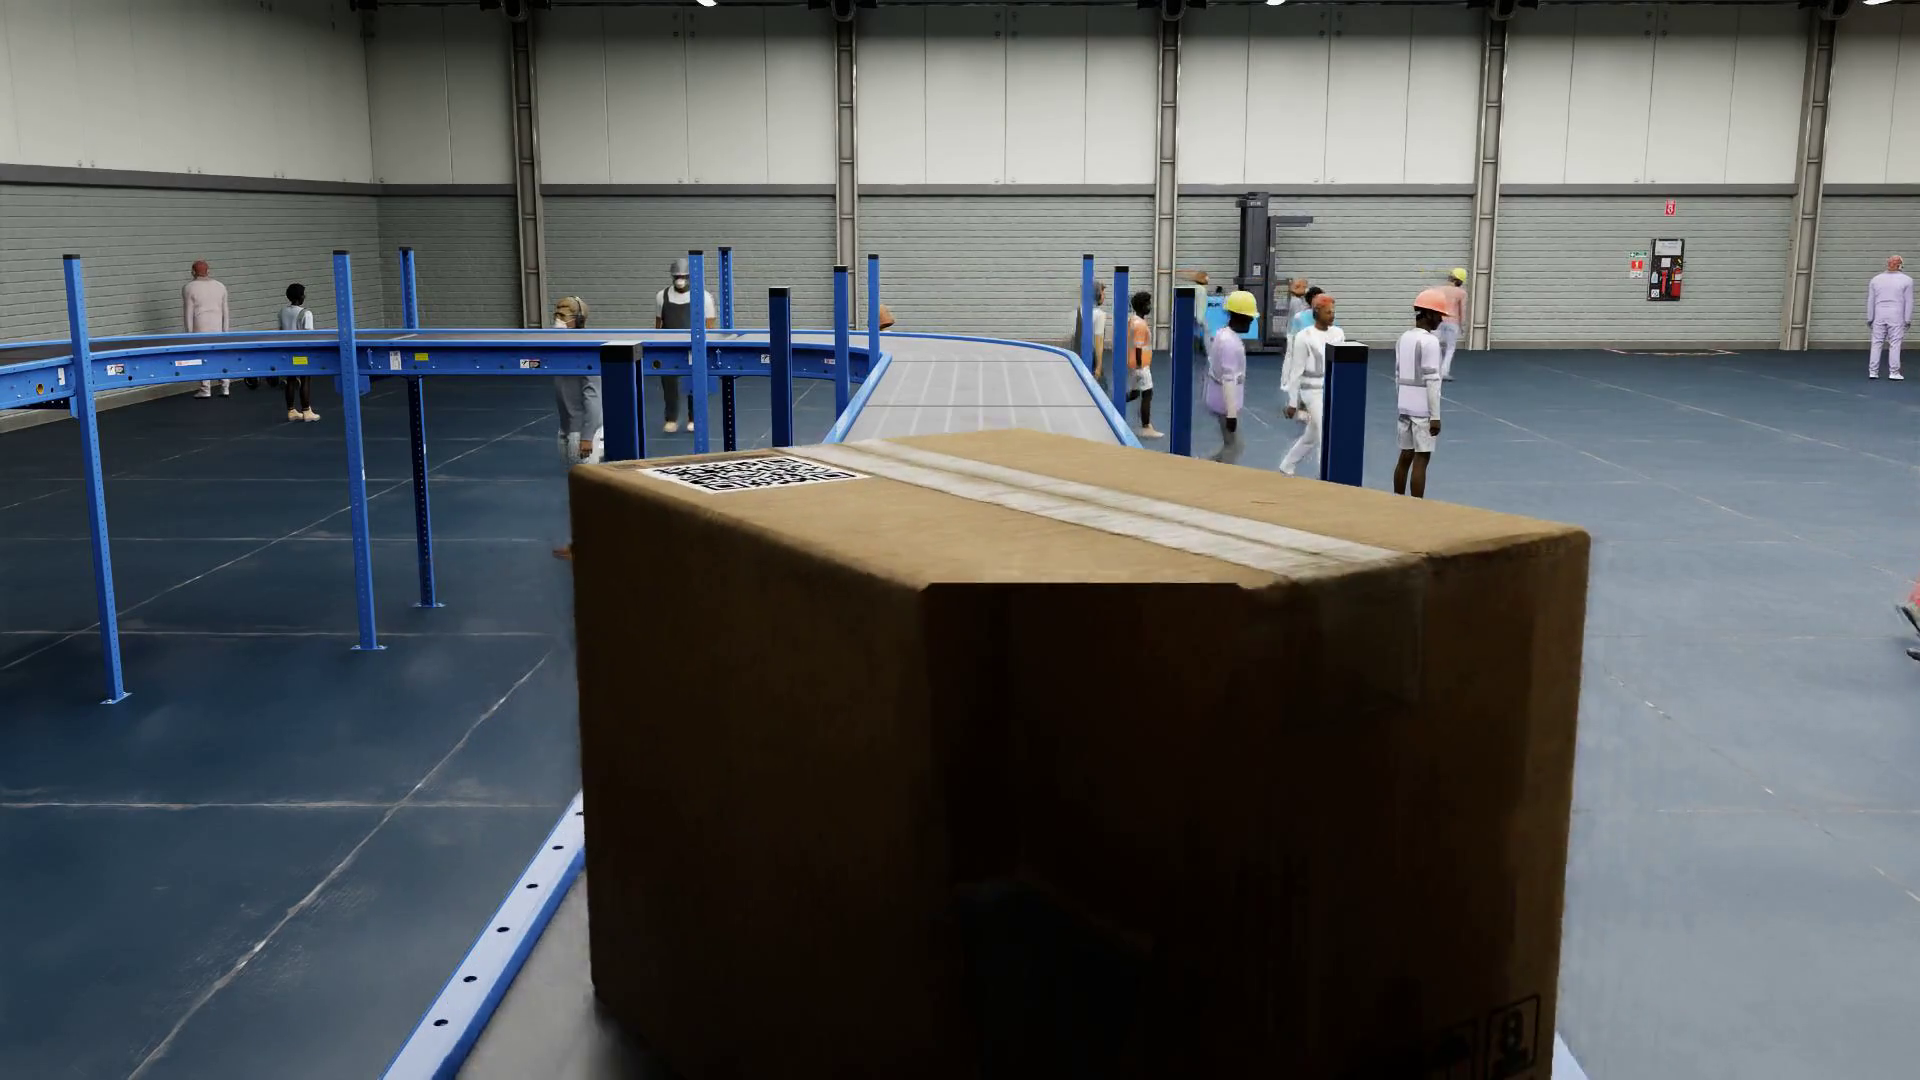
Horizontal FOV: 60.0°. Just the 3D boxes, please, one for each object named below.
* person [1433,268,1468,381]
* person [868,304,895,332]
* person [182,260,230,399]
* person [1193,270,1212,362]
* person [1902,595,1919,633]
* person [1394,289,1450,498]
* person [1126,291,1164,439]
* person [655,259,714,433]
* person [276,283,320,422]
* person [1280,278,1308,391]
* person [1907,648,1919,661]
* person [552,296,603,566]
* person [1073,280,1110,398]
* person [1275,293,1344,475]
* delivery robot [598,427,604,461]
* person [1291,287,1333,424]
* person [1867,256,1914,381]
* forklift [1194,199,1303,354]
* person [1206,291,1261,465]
[{"bbox_3d":[7.452,-3.310,25.556,0.644,1.720,0.441,7,13,31],"label":"person"},{"bbox_3d":[-0.776,-1.541,16.698,0.285,1.631,0.502,1,11,5],"label":"person"},{"bbox_3d":[-10.488,-2.927,23.115,0.403,1.906,0.652,8,14,35],"label":"person"},{"bbox_3d":[4.112,-3.906,28.956,0.851,1.596,0.507,-2,11,-12],"label":"person"},{"bbox_3d":[6.002,-0.202,9.623,0.857,1.708,0.574,9,14,38],"label":"person"},{"bbox_3d":[3.714,-1.042,13.374,0.374,1.928,0.543,-3,11,-15],"label":"person"},{"bbox_3d":[1.950,-1.987,18.876,0.686,1.672,0.538,-1,11,-5],"label":"person"},{"bbox_3d":[-3.216,-2.221,19.249,0.702,2.000,0.811,0,11,2],"label":"person"},{"bbox_3d":[-8.176,-2.319,20.551,0.530,1.689,0.321,4,12,20],"label":"person"},{"bbox_3d":[4.909,-2.955,24.009,0.570,1.616,0.500,4,12,21],"label":"person"},{"bbox_3d":[5.830,-0.136,9.116,1.009,1.780,0.592,-1,11,-6],"label":"person"},{"bbox_3d":[-2.766,-0.786,12.028,0.363,1.939,0.636,-6,13,-28],"label":"person"},{"bbox_3d":[1.434,-1.917,18.146,0.419,1.824,0.503,-9,14,-38],"label":"person"},{"bbox_3d":[3.189,-1.299,14.947,0.581,1.838,1.004,-9,14,-39],"label":"person"},{"bbox_3d":[-3.531,-0.989,16.504,0.707,0.478,0.477,-4,12,-20],"label":"delivery robot"},{"bbox_3d":[4.304,-2.269,20.366,0.530,1.654,0.876,9,14,38],"label":"person"},{"bbox_3d":[14.381,-3.430,25.743,0.402,1.909,0.693,-9,14,-40],"label":"person"},{"bbox_3d":[5.313,-4.851,30.603,1.873,2.768,1.129,0,11,1],"label":"forklift"},{"bbox_3d":[2.227,-1.148,14.014,0.587,1.890,0.633,2,11,8],"label":"person"}]
